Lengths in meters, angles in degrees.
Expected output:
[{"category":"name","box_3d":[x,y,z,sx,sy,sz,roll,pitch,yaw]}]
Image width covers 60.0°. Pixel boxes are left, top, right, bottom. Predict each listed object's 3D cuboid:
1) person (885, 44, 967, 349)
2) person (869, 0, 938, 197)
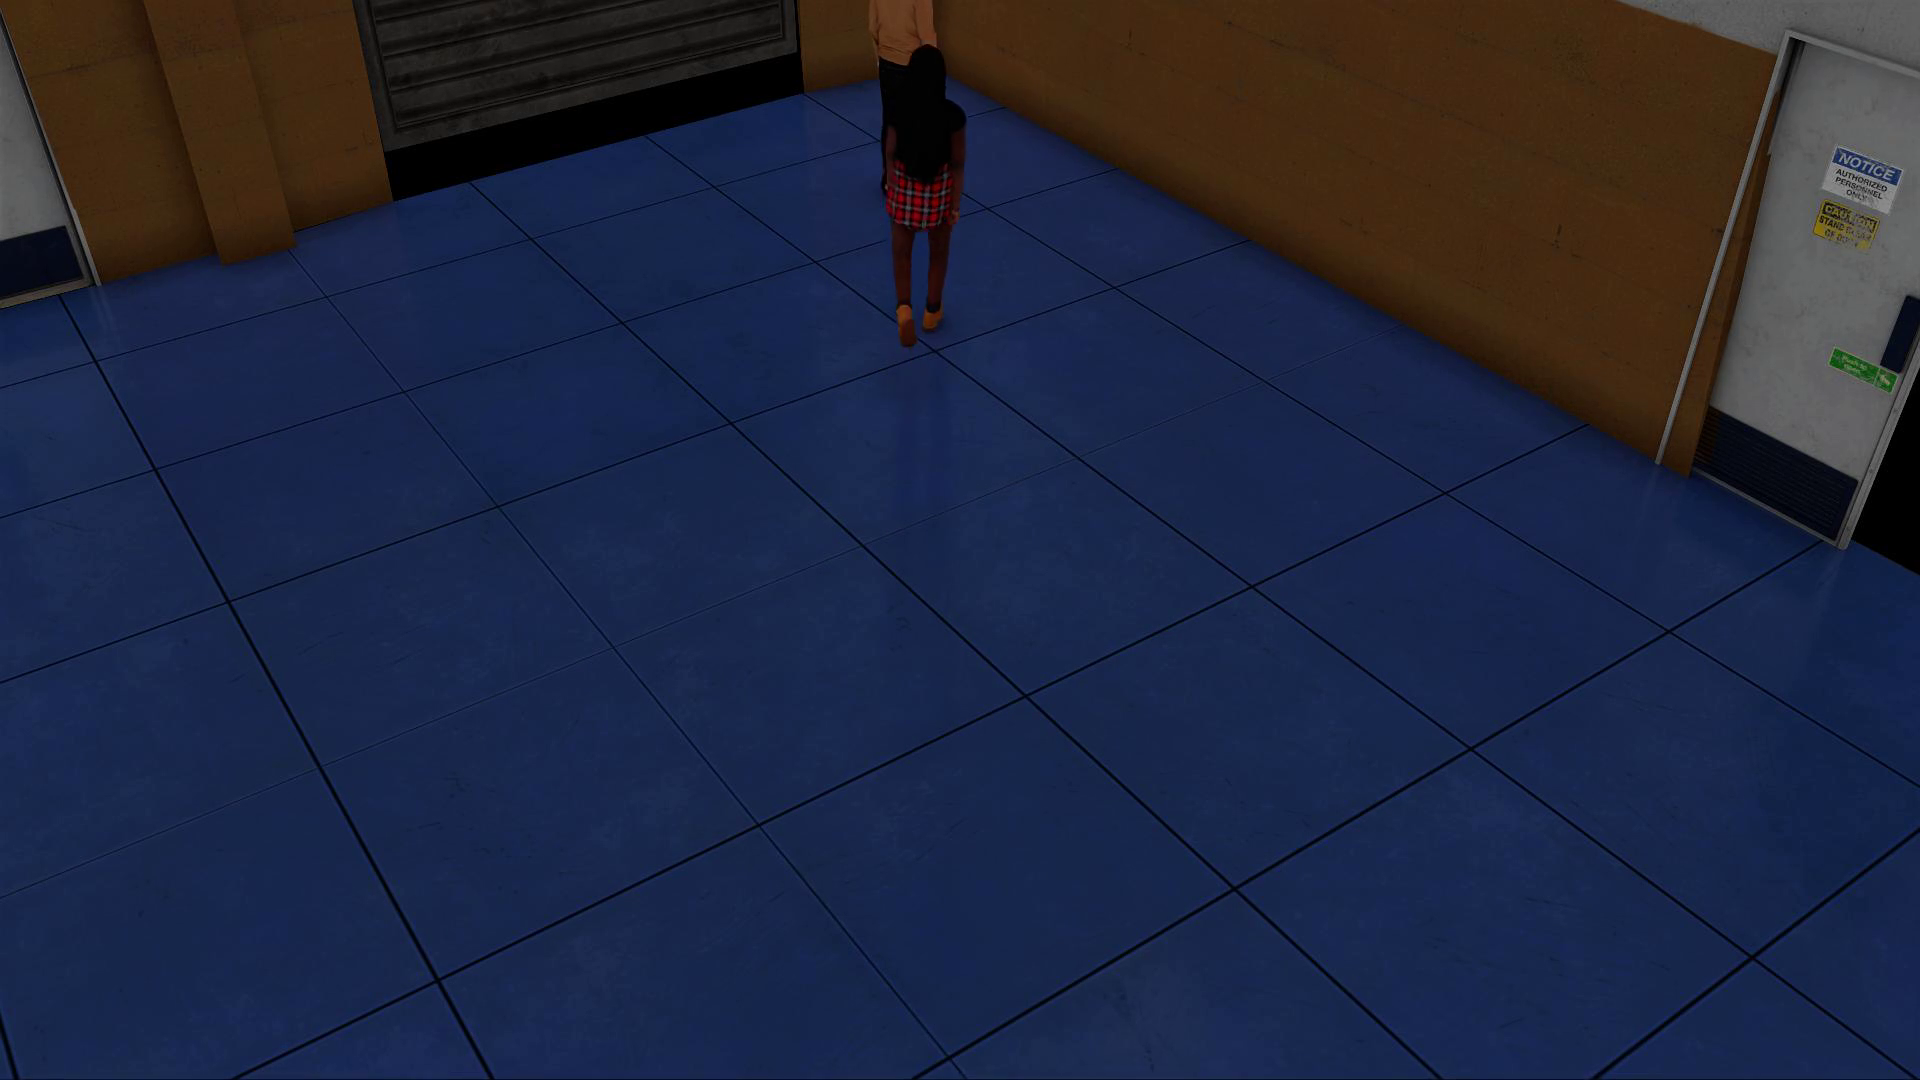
[{"category":"person","box_3d":[-0.204,-1.836,9.169,1.020,1.711,1.023,0,37,1]},{"category":"person","box_3d":[-0.354,-3.026,10.718,0.723,1.753,0.692,25,44,30]}]
